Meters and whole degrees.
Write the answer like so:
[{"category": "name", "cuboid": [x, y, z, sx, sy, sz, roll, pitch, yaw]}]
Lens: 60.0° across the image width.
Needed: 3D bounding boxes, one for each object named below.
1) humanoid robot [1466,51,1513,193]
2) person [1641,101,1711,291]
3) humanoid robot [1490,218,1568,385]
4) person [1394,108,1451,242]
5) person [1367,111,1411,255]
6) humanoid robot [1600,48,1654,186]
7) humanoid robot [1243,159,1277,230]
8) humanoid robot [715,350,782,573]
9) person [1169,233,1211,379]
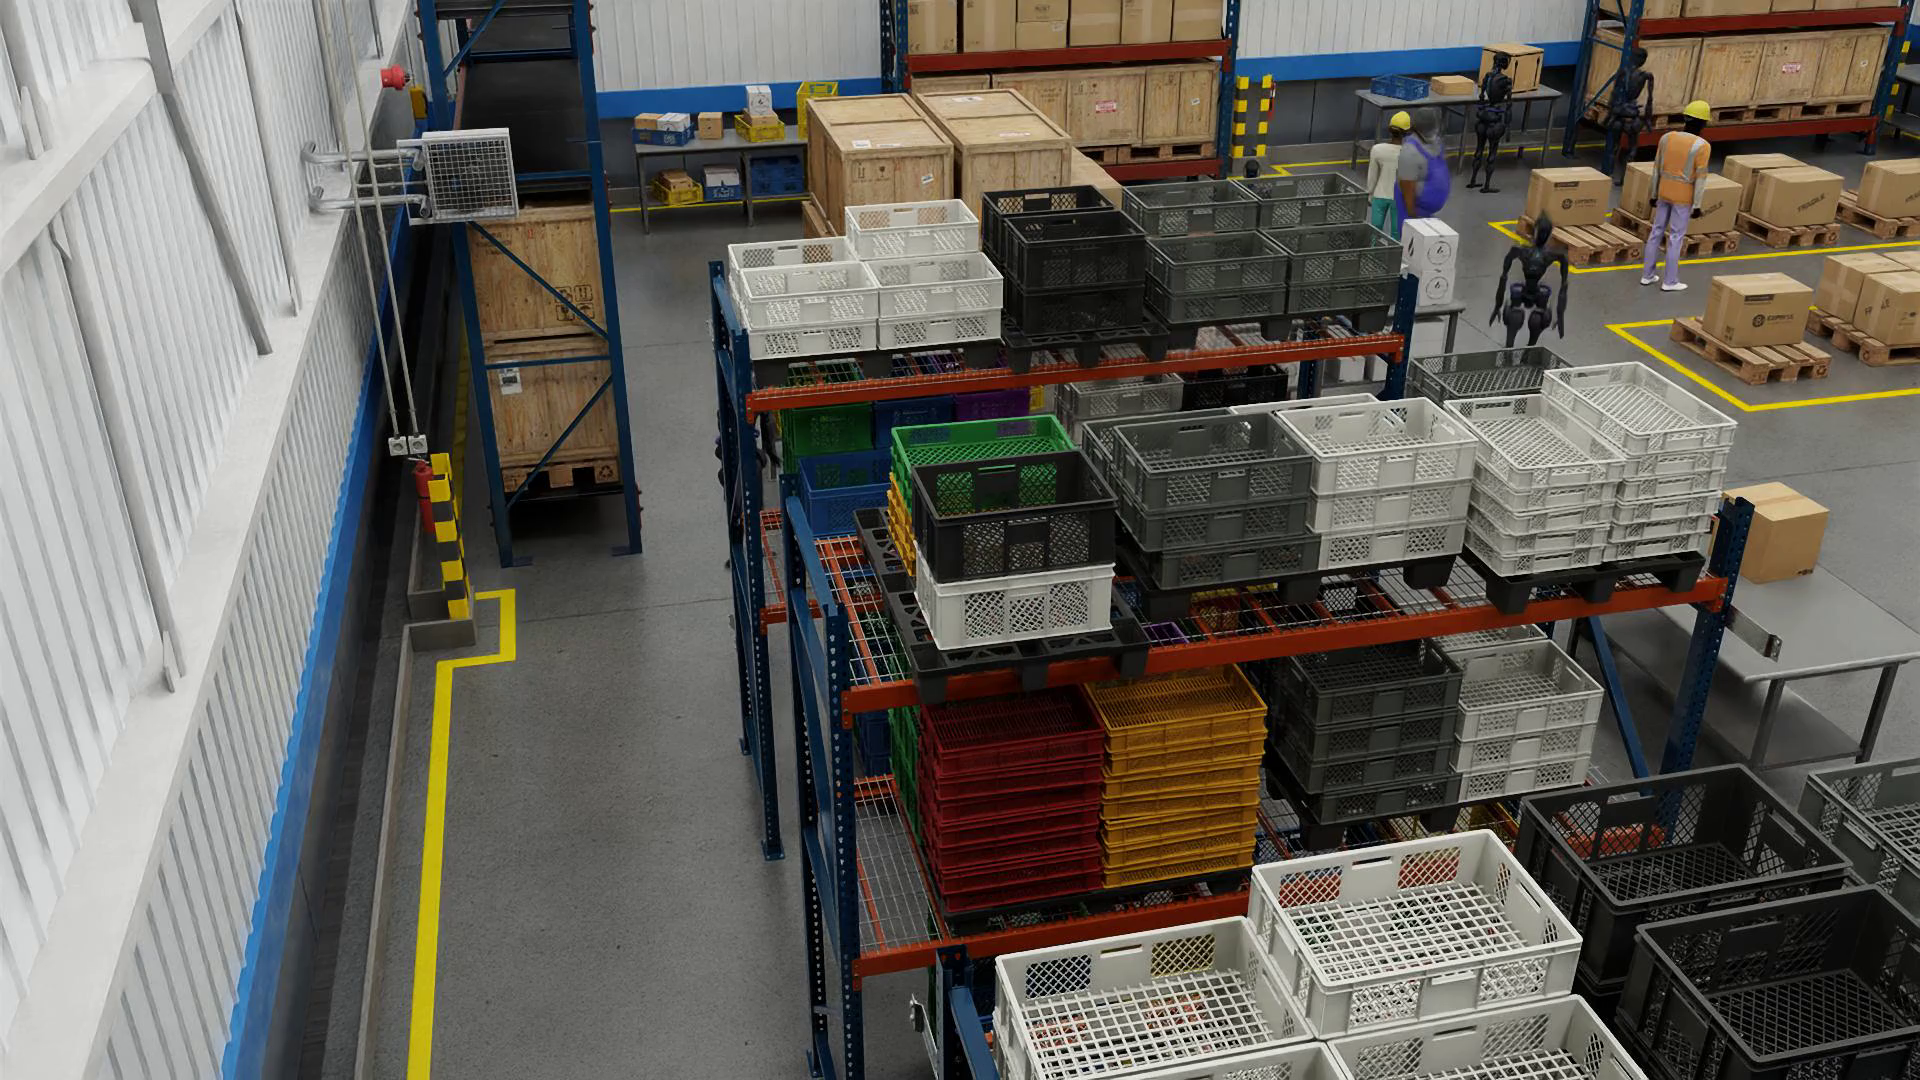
[{"category": "humanoid robot", "cuboid": [6.451, -5.070, 20.139, 0.327, 1.657, 0.591, -12, 30, -21]}, {"category": "person", "cuboid": [7.292, -3.493, 16.908, 0.388, 1.916, 0.586, -16, 32, -28]}, {"category": "humanoid robot", "cuboid": [4.906, -1.969, 14.315, 0.608, 1.627, 0.772, 8, 29, 14]}, {"category": "person", "cuboid": [4.604, -3.397, 16.593, 0.534, 2.000, 0.782, 15, 31, 26]}, {"category": "person", "cuboid": [4.434, -3.512, 17.101, 0.524, 1.769, 0.313, 14, 31, 25]}, {"category": "humanoid robot", "cuboid": [8.137, -5.161, 20.329, 0.501, 1.641, 0.713, -16, 32, -28]}, {"category": "humanoid robot", "cuboid": [2.725, -2.817, 15.875, 0.579, 1.651, 0.308, 5, 28, 9]}, {"category": "humanoid robot", "cuboid": [-1.492, -0.564, 11.605, 0.327, 1.647, 0.598, 14, 31, 24]}, {"category": "person", "cuboid": [1.856, -1.529, 13.156, 0.866, 1.930, 0.649, 3, 28, 6]}]
